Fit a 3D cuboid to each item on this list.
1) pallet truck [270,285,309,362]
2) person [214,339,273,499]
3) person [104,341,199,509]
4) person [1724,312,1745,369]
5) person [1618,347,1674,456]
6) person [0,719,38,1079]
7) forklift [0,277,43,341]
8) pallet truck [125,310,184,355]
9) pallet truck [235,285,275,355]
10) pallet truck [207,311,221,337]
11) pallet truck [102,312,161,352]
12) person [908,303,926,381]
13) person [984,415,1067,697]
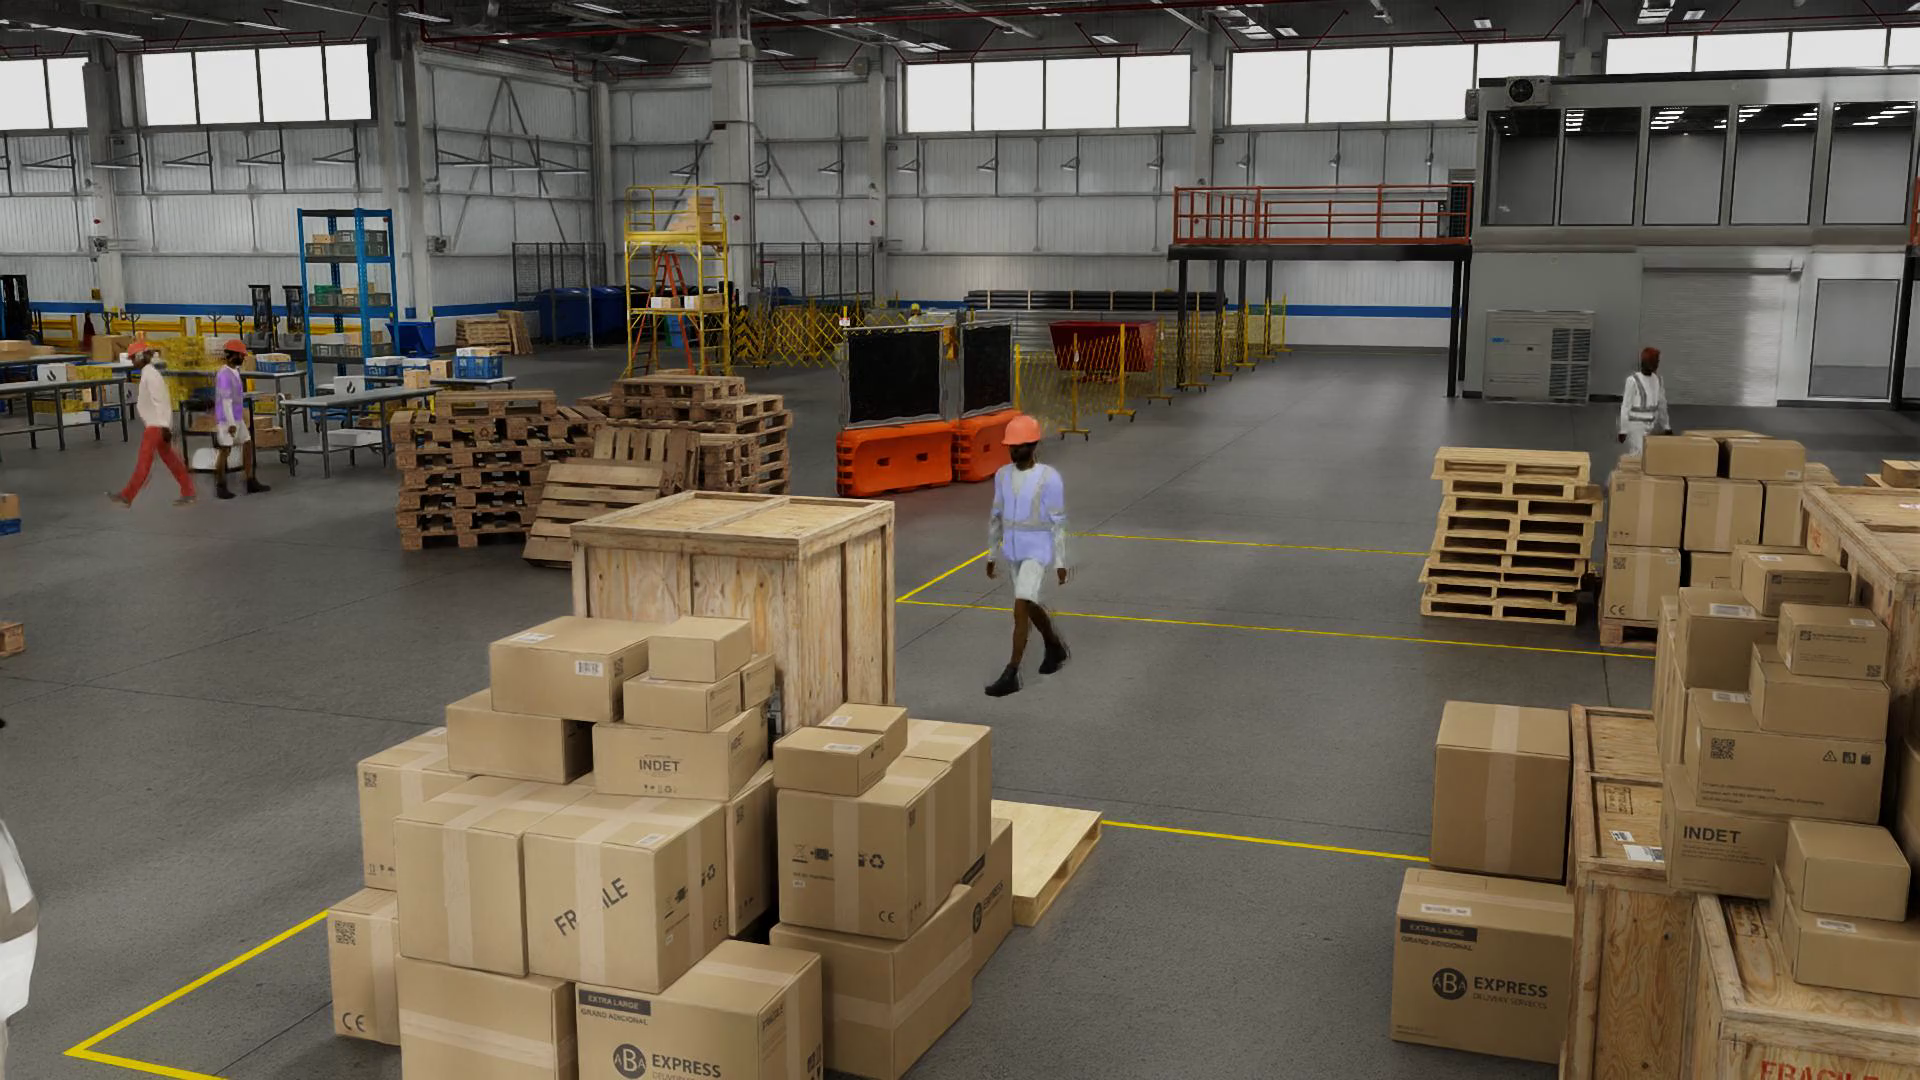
[{"bbox_3d":[-17.147,-5.700,43.663,0.823,1.965,1.885,3,11,17],"label":"pallet truck"},{"bbox_3d":[-8.680,-1.454,20.013,0.687,1.898,0.644,-1,10,-7],"label":"person"},{"bbox_3d":[-9.387,-1.323,19.235,1.011,1.918,0.692,-5,11,-26],"label":"person"},{"bbox_3d":[18.268,-4.730,39.225,0.494,1.624,0.279,5,11,24],"label":"person"},{"bbox_3d":[7.965,-1.278,19.178,0.582,1.854,0.808,-8,13,-37],"label":"person"},{"bbox_3d":[-2.730,1.254,4.583,0.366,1.967,0.602,-5,11,-27],"label":"person"},{"bbox_3d":[-27.151,-6.329,46.328,1.157,1.987,2.680,3,11,17],"label":"forklift"},{"bbox_3d":[-22.038,-5.665,45.457,0.704,1.261,1.522,3,11,17],"label":"pallet truck"},{"bbox_3d":[-18.327,-5.835,44.421,0.823,1.965,1.885,4,11,23],"label":"pallet truck"},{"bbox_3d":[-19.537,-5.575,44.913,0.653,1.274,1.630,3,11,19],"label":"pallet truck"},{"bbox_3d":[-23.057,-5.777,46.261,0.680,1.201,1.601,3,11,19],"label":"pallet truck"},{"bbox_3d":[-0.982,-4.422,37.202,0.487,1.736,0.321,-8,13,-40],"label":"person"},{"bbox_3d":[0.487,0.072,11.476,0.560,1.897,0.987,9,13,41],"label":"person"}]
